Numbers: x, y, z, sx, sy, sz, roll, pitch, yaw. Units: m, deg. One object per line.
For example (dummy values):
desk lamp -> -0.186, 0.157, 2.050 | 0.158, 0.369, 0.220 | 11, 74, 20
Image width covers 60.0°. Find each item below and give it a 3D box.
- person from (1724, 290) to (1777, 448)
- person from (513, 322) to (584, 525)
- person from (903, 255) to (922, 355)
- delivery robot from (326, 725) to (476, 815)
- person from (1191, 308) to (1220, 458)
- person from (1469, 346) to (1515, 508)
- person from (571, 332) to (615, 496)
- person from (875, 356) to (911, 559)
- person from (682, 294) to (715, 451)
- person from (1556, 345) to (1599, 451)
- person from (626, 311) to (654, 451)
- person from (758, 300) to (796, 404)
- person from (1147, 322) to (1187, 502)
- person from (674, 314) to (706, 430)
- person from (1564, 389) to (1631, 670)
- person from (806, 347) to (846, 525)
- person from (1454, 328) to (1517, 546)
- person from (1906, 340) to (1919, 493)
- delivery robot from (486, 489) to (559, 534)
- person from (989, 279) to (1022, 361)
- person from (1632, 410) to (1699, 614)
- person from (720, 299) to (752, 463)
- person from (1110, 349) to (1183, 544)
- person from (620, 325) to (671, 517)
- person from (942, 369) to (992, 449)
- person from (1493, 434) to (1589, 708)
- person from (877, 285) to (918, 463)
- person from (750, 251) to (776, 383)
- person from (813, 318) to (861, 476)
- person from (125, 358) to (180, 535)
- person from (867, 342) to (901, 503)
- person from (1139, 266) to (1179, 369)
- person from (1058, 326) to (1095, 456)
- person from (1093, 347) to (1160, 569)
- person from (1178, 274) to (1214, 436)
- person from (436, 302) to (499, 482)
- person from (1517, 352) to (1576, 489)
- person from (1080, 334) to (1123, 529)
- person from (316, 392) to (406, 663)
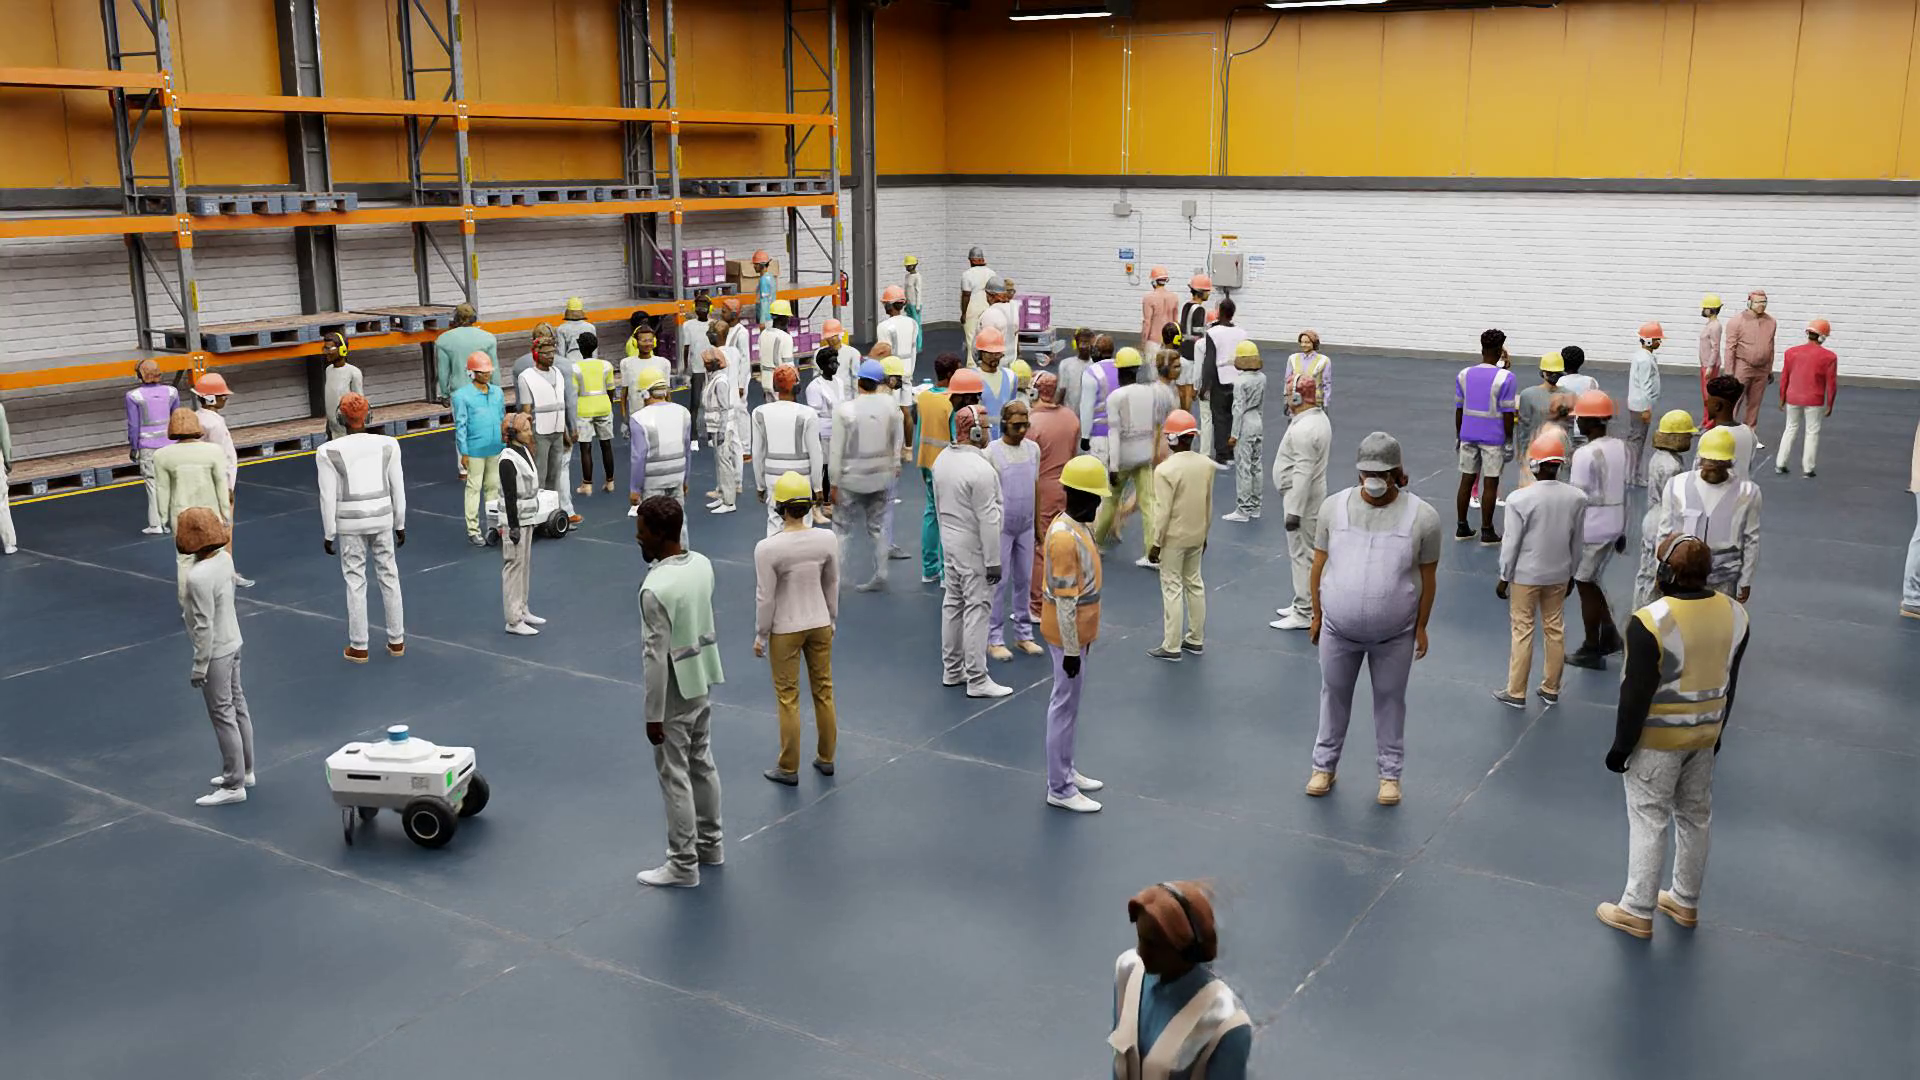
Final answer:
person -> 9.483, -2.040, 19.946 | 0.652, 1.906, 0.409 | -2, 13, -10
person -> -3.889, -1.083, 15.727 | 0.627, 1.940, 0.372 | 4, 13, 16
person -> -0.851, -4.164, 29.496 | 0.340, 1.761, 0.527 | -7, 15, -28
delivery robot -> -2.898, 1.205, 8.631 | 0.707, 0.478, 0.477 | 2, 13, 7
person -> 2.920, -1.792, 19.206 | 0.560, 1.752, 0.326 | -6, 14, -23
person -> 5.315, -1.136, 16.627 | 0.507, 1.633, 0.278 | -4, 13, -16
person -> -3.815, -1.304, 17.213 | 0.529, 1.697, 0.321 | -9, 16, -35
person -> -0.615, -0.720, 14.536 | 0.314, 1.767, 0.523 | -4, 14, -16
person -> -3.048, -2.001, 19.874 | 0.517, 1.865, 0.334 | -6, 14, -23
person -> 5.868, -1.027, 16.031 | 0.533, 1.695, 0.320 | -2, 13, -10
person -> -3.762, -1.857, 19.607 | 0.317, 1.698, 0.540 | 1, 13, 5
person -> -2.001, -1.699, 18.450 | 0.393, 1.918, 0.585 | -10, 16, -37
person -> 2.071, -1.254, 16.659 | 0.338, 1.858, 0.523 | -12, 17, -41
person -> -3.170, -1.962, 20.311 | 0.896, 1.589, 0.524 | 9, 16, 34
person -> 4.306, -0.069, 11.370 | 0.555, 1.920, 0.438 | -12, 18, -43
person -> -1.265, -1.002, 15.903 | 0.318, 1.695, 0.540 | 7, 15, 27
person -> 4.735, -0.928, 15.018 | 0.376, 1.958, 0.603 | -10, 17, -38
person -> 10.098, -1.357, 17.319 | 0.344, 1.762, 0.527 | 8, 15, 32
delivery robot -> -3.981, -0.295, 15.134 | 0.477, 0.478, 0.707 | 6, 14, 24
person -> 0.619, -2.615, 22.576 | 0.514, 1.843, 0.333 | -10, 16, -37
person -> 4.946, -0.047, 11.659 | 0.299, 1.745, 0.483 | 2, 13, 9
person -> -2.576, -1.812, 19.014 | 0.353, 1.883, 0.573 | -6, 14, -26
person -> 1.711, -0.792, 14.739 | 0.791, 1.820, 0.522 | 1, 13, 4
person -> -3.058, -1.158, 16.204 | 0.509, 1.872, 0.328 | -2, 13, -10
person -> 0.053, -0.305, 12.353 | 0.367, 1.935, 0.552 | -1, 13, -5
person -> 3.673, 0.198, 10.578 | 0.565, 1.751, 0.330 | -3, 13, -13
person -> -0.743, -1.854, 18.842 | 0.377, 2.044, 0.607 | 10, 16, 36
person -> -3.048, -3.466, 25.863 | 0.406, 2.034, 0.608 | 0, 13, 1
person -> -1.358, -1.554, 18.211 | 0.573, 1.739, 0.350 | 4, 14, 18
person -> -7.457, -0.867, 15.446 | 0.307, 1.640, 0.520 | 9, 16, 34
person -> -0.788, -1.187, 16.848 | 0.286, 1.633, 0.499 | -4, 14, -17
person -> 2.726, -2.765, 22.900 | 0.623, 1.992, 0.391 | -8, 15, -32
person -> 1.199, -1.154, 16.202 | 0.530, 1.866, 0.331 | -3, 13, -14
person -> 1.428, -0.715, 14.275 | 0.614, 1.867, 0.997 | -9, 16, -34
person -> 2.957, -2.318, 20.909 | 0.445, 2.030, 0.621 | -2, 13, -8
person -> -5.282, -1.588, 17.918 | 0.630, 1.938, 0.366 | -3, 13, -15
person -> 5.244, -0.807, 14.909 | 0.525, 1.769, 0.327 | 0, 13, -1
person -> 1.353, -1.020, 15.705 | 0.632, 1.835, 0.432 | -13, 18, -43
person -> -4.126, -0.084, 11.520 | 0.575, 1.882, 0.355 | -9, 16, -34
